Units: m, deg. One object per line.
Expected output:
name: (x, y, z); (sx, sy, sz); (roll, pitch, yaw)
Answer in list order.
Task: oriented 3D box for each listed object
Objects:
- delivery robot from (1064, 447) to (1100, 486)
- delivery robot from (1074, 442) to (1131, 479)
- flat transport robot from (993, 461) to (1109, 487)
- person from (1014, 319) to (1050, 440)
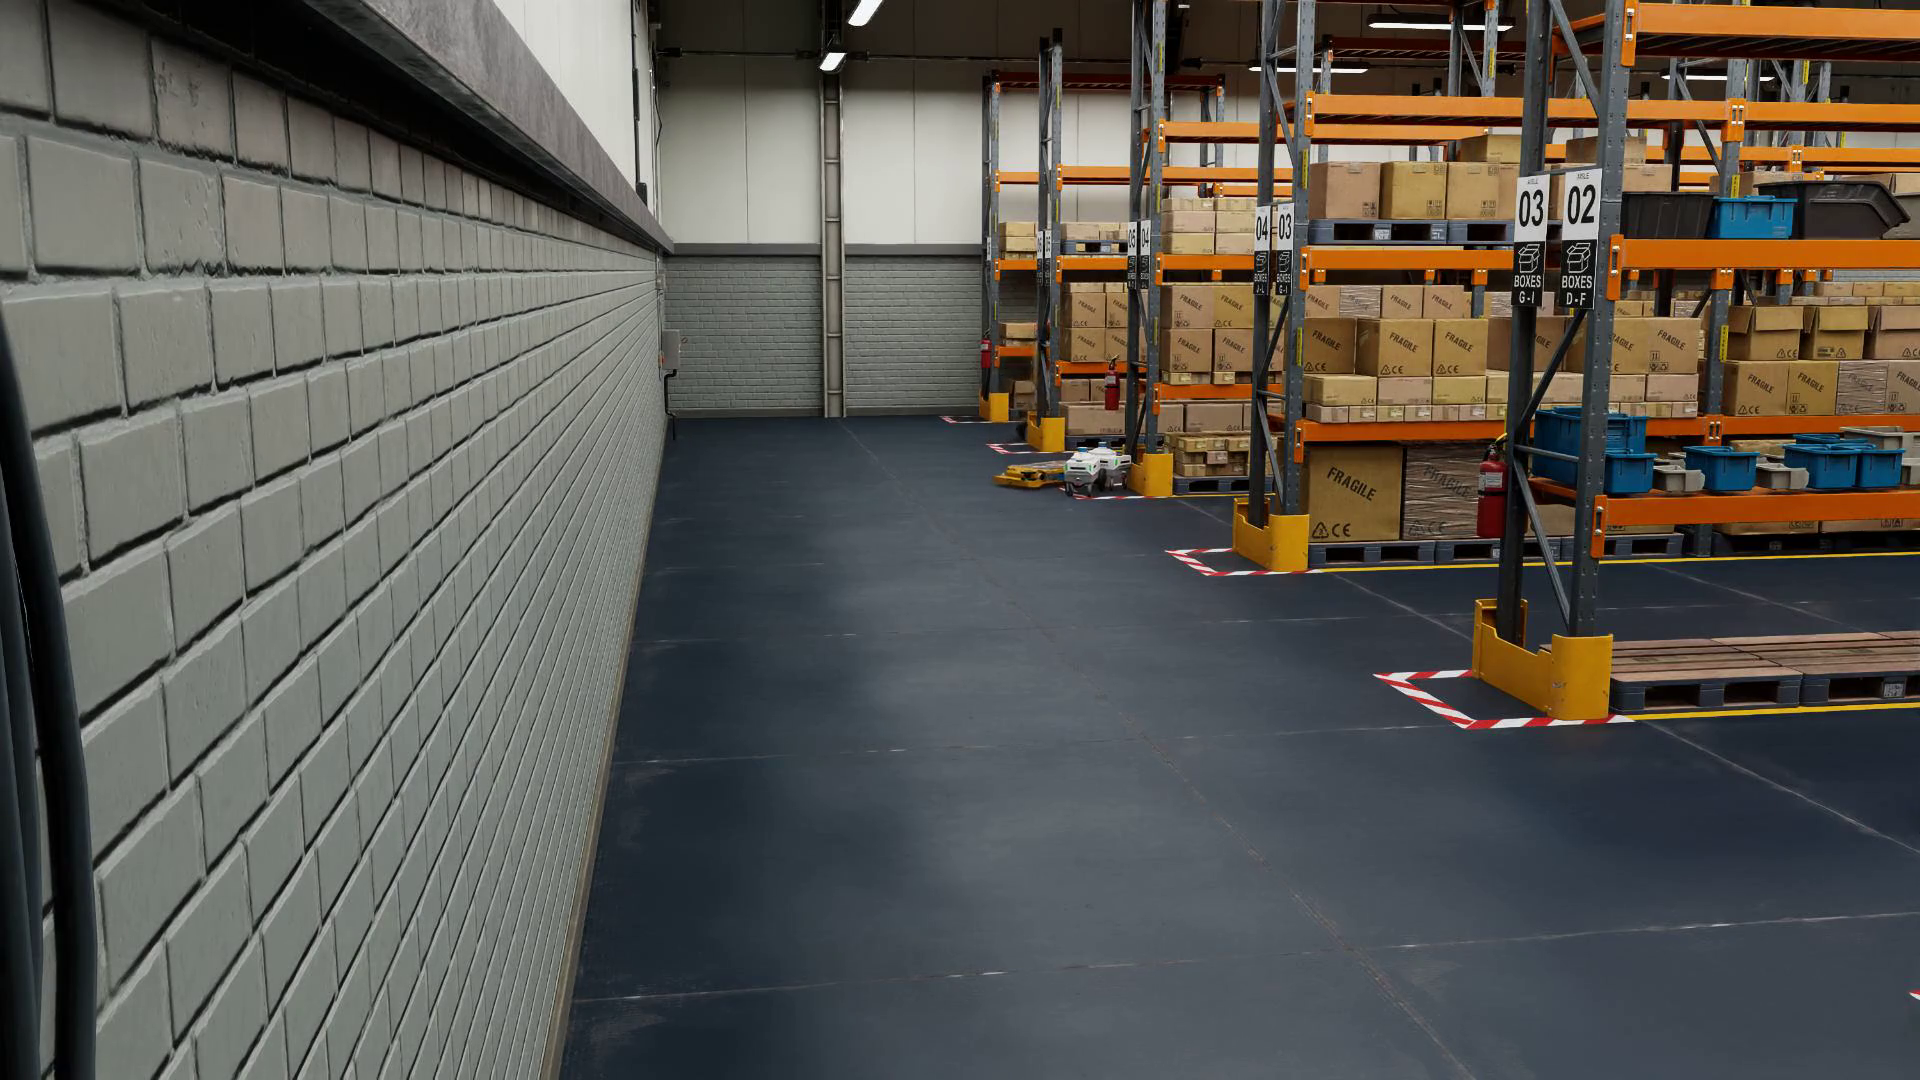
delivery robot: (1.453, -0.862, 19.744); (0.477, 0.478, 0.707); (2, 9, 13)
delivery robot: (1.736, -0.950, 20.288); (0.707, 0.478, 0.477); (8, 12, 42)
flat transport robot: (1.154, -0.839, 20.766); (1.431, 0.197, 0.652); (-8, 12, -40)
person: (1.204, -2.487, 25.894); (0.737, 1.915, 0.554); (-2, 9, -11)
